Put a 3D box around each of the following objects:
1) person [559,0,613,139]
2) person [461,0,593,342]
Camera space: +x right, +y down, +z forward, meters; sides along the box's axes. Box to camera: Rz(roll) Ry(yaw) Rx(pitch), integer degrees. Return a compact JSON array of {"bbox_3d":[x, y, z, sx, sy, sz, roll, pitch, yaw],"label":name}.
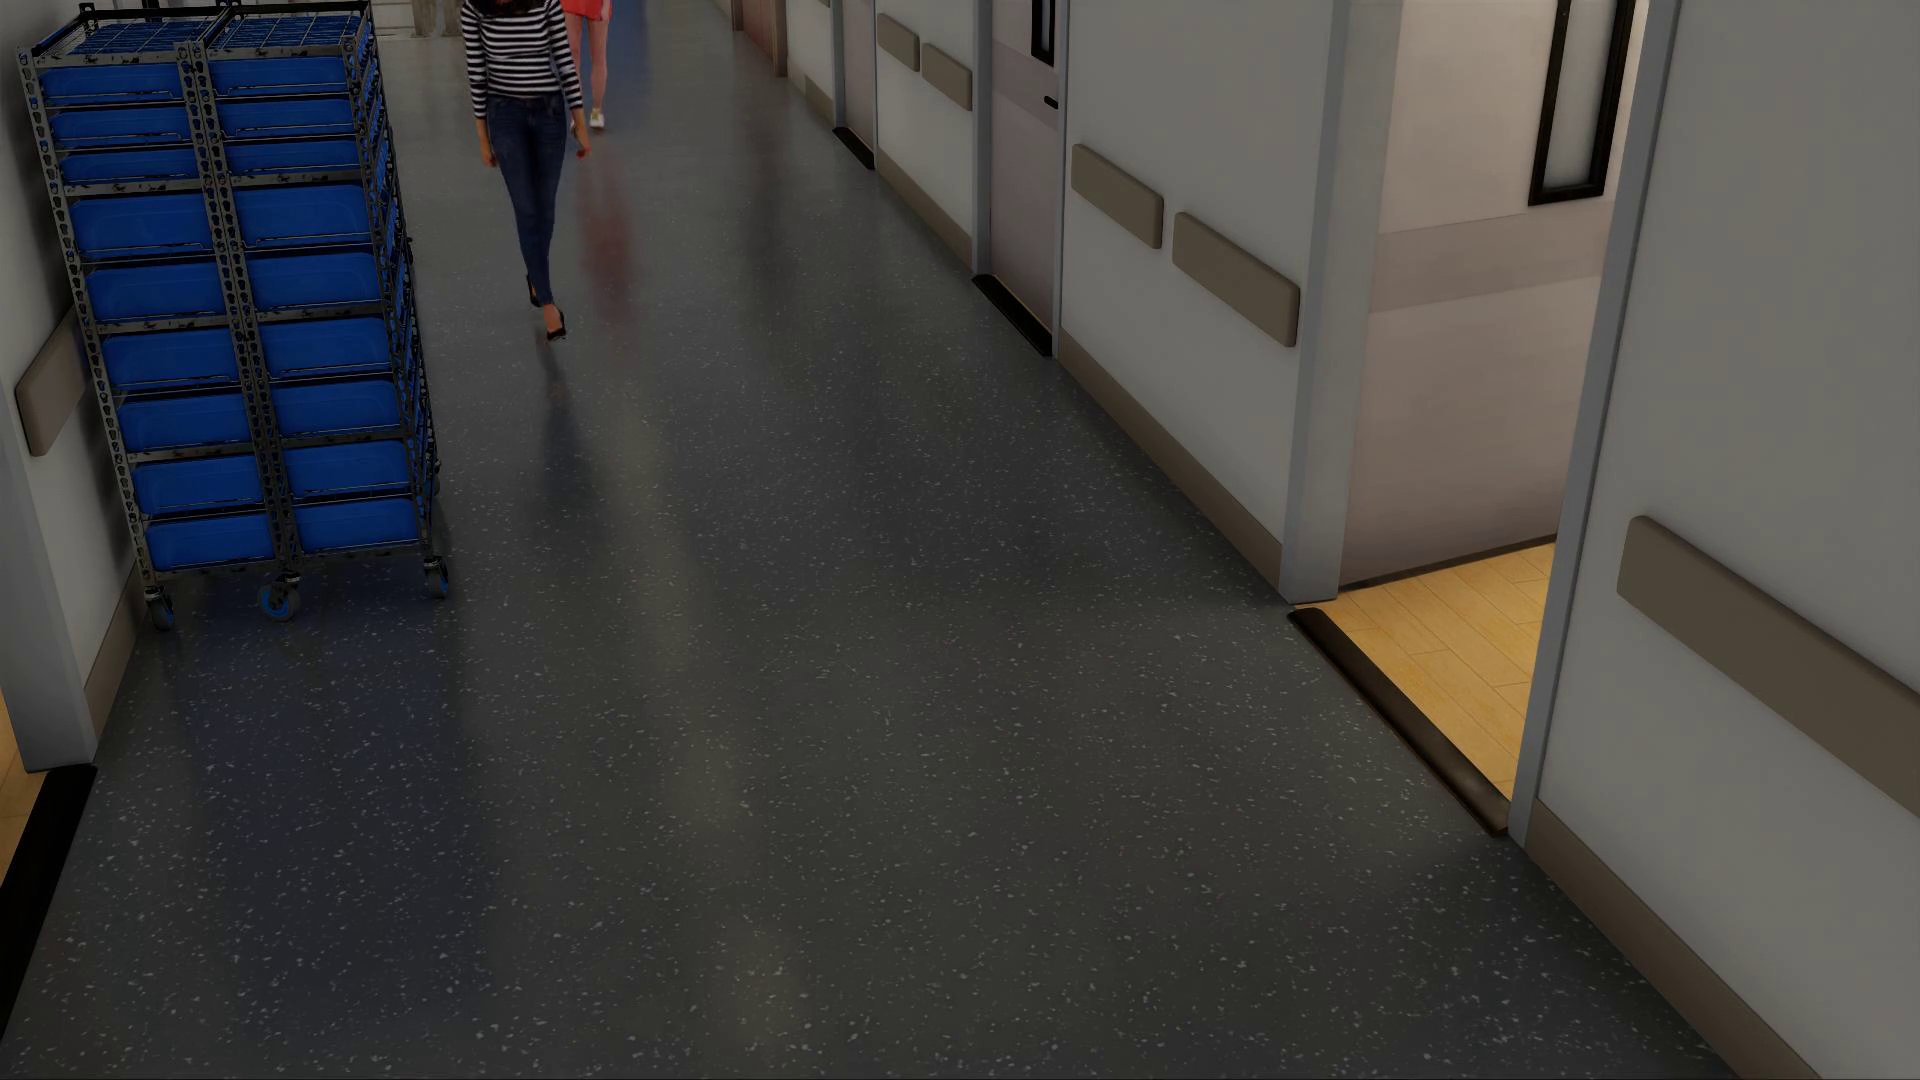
[{"bbox_3d":[-2.514,-3.607,11.177,0.606,1.714,1.077,-4,26,-8],"label":"person"},{"bbox_3d":[-1.904,-1.782,7.349,0.693,1.735,1.161,-10,27,-19],"label":"person"}]
